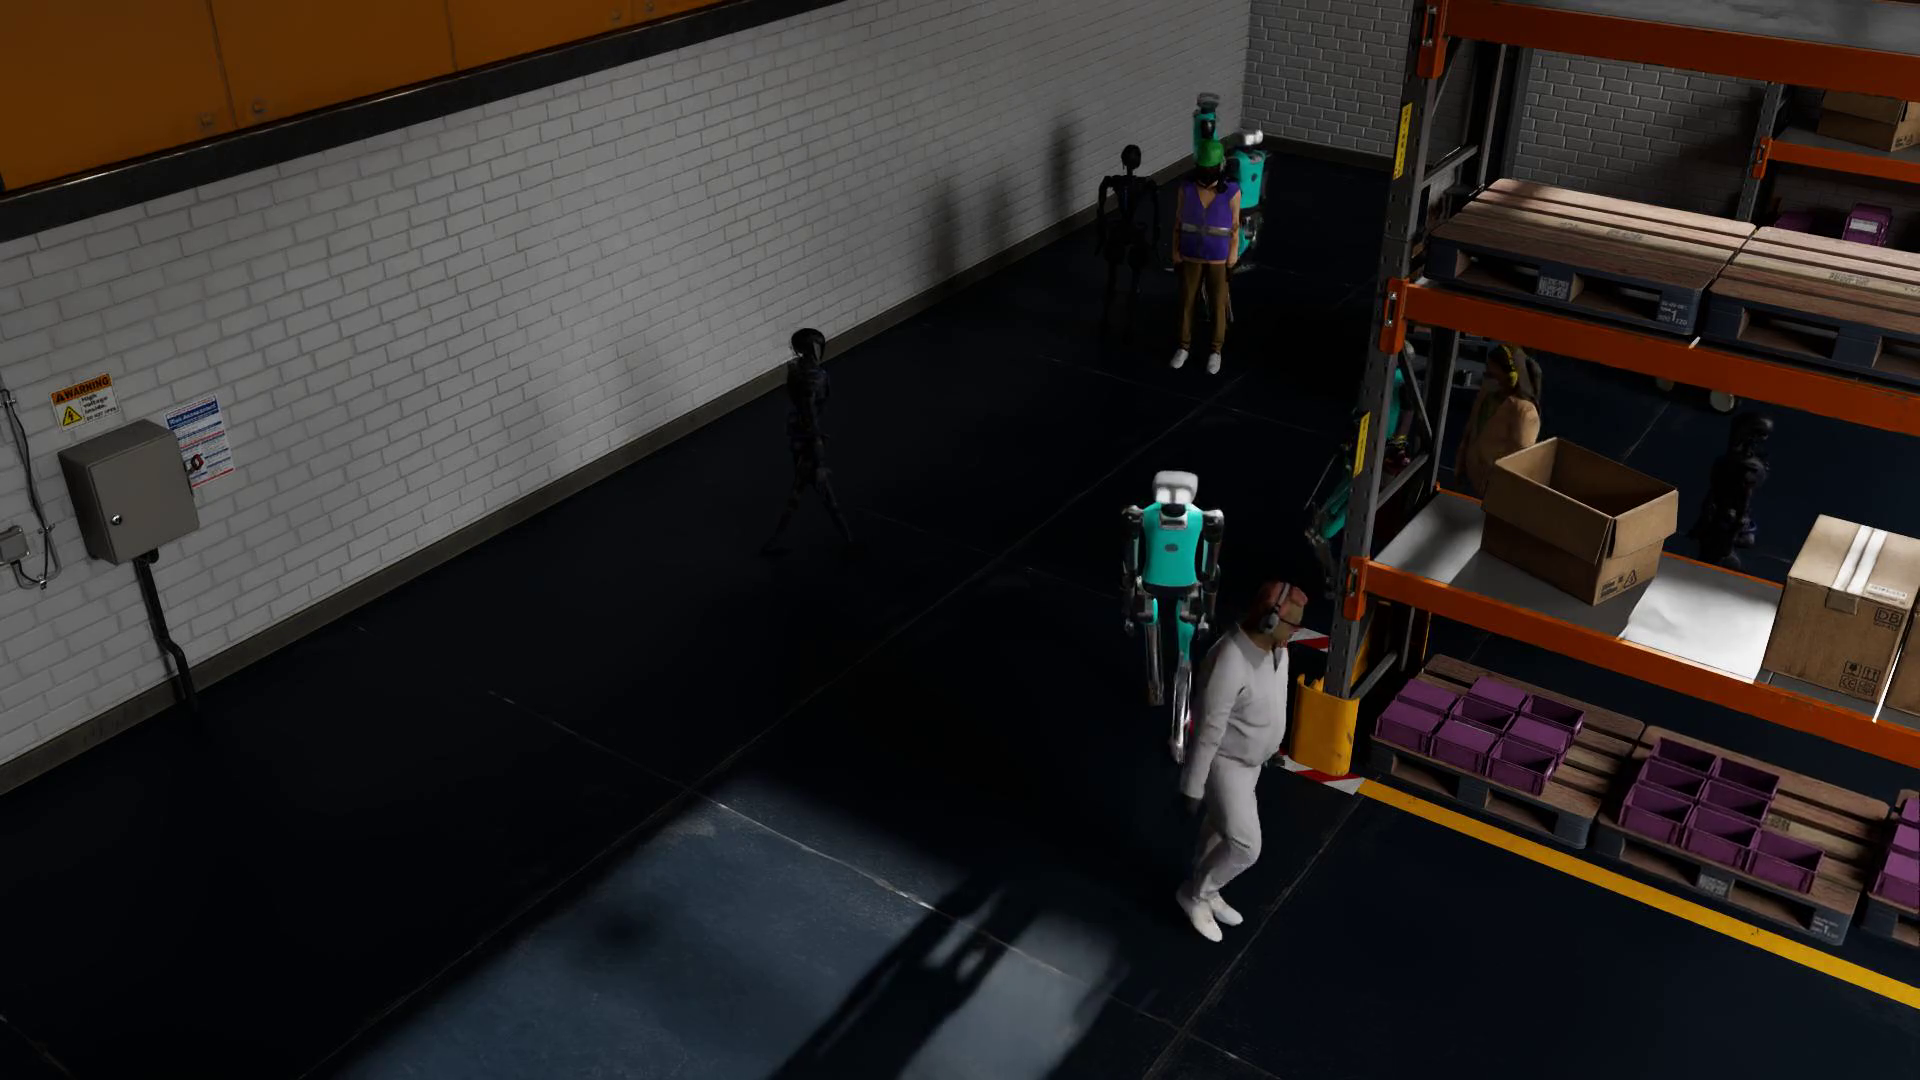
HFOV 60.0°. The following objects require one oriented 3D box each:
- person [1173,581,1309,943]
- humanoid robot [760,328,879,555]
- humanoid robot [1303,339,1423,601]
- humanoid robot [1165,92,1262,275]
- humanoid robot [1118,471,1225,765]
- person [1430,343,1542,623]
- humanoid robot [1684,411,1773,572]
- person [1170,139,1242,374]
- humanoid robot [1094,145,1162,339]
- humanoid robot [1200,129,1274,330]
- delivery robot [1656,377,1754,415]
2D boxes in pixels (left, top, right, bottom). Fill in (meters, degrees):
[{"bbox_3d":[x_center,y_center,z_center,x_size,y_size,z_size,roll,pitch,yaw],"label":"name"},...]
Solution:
[{"bbox_3d":[1.274,1.022,7.658,0.450,1.874,0.727,18,34,28],"label":"person"},{"bbox_3d":[-0.955,-0.625,10.771,0.791,1.627,0.590,-5,30,-9],"label":"humanoid robot"},{"bbox_3d":[2.375,-0.384,10.229,0.675,1.779,0.545,-11,32,-18],"label":"humanoid robot"},{"bbox_3d":[2.442,-3.181,15.141,1.041,1.766,0.551,0,30,-1],"label":"humanoid robot"},{"bbox_3d":[1.123,0.299,9.083,0.535,1.770,0.876,3,30,5],"label":"humanoid robot"},{"bbox_3d":[3.279,-0.339,10.077,0.950,1.837,0.575,-4,30,-7],"label":"person"},{"bbox_3d":[4.332,-0.021,9.659,0.471,1.642,0.584,5,30,9],"label":"humanoid robot"},{"bbox_3d":[1.966,-2.282,13.349,0.530,1.924,0.426,8,31,14],"label":"person"},{"bbox_3d":[1.421,-2.529,14.007,0.589,1.651,0.408,8,31,14],"label":"humanoid robot"},{"bbox_3d":[2.229,-2.621,14.155,0.554,1.834,0.665,-20,36,-31],"label":"humanoid robot"},{"bbox_3d":[5.953,-1.357,13.104,0.499,0.591,0.768,-23,37,-34],"label":"delivery robot"}]
